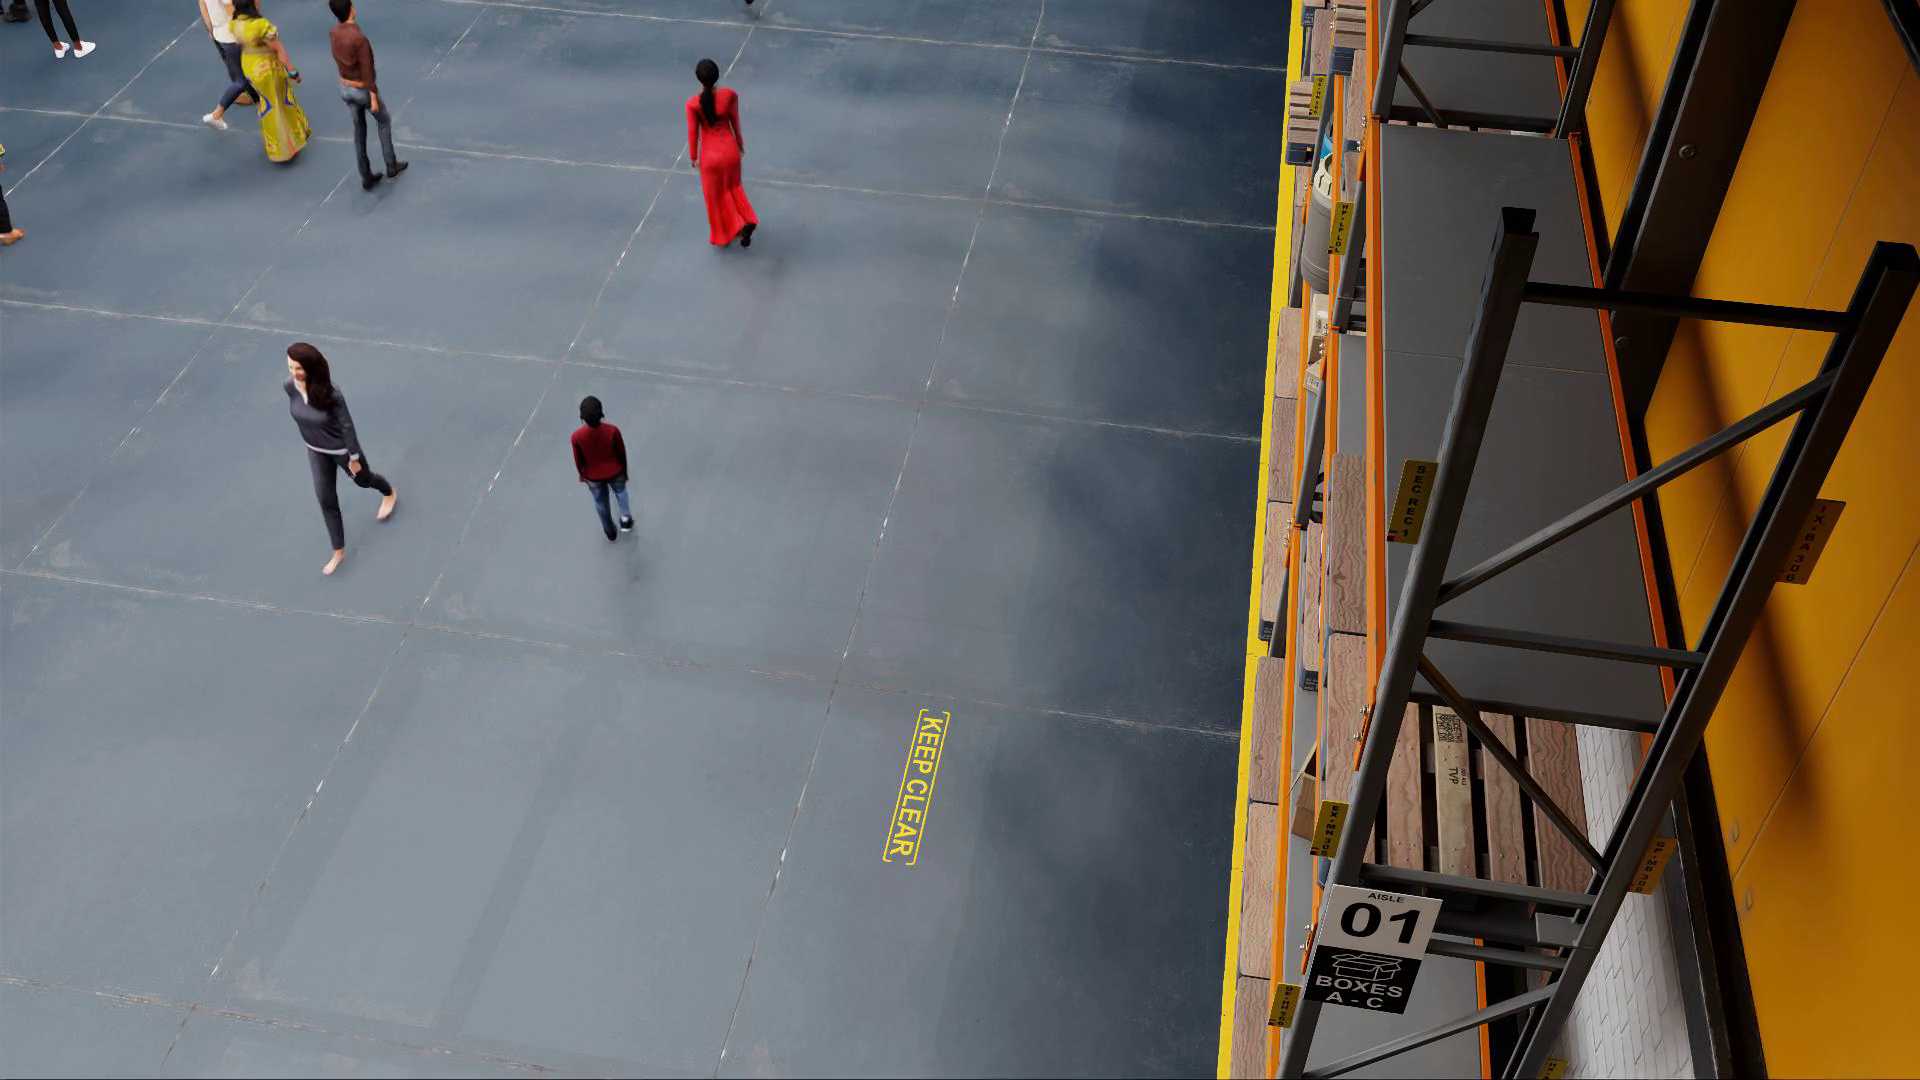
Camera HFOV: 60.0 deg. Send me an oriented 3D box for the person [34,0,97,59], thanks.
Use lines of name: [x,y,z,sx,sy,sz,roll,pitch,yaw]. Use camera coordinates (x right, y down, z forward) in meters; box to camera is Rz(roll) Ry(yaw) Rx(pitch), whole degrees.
person: [-9.311,-5.727,16.821,0.620,1.732,0.584,3,44,3]

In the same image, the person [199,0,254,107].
person: [-7.122,-5.070,16.147,0.745,1.712,0.593,22,48,22]

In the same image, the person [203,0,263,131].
person: [-6.950,-4.664,15.669,1.004,1.783,1.125,33,53,30]

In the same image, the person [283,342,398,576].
person: [-4.294,-0.690,11.540,0.638,1.723,1.110,8,44,8]

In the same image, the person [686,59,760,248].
person: [-2.017,-3.211,14.164,0.871,1.765,0.953,-19,47,-19]

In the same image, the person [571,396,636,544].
person: [-2.490,-0.456,11.639,0.577,1.248,0.610,-14,45,-14]

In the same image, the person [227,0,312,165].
person: [-6.470,-4.254,15.352,0.946,1.635,1.020,29,51,27]

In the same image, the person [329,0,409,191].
person: [-5.451,-3.994,14.999,0.769,1.735,0.836,21,47,20]
